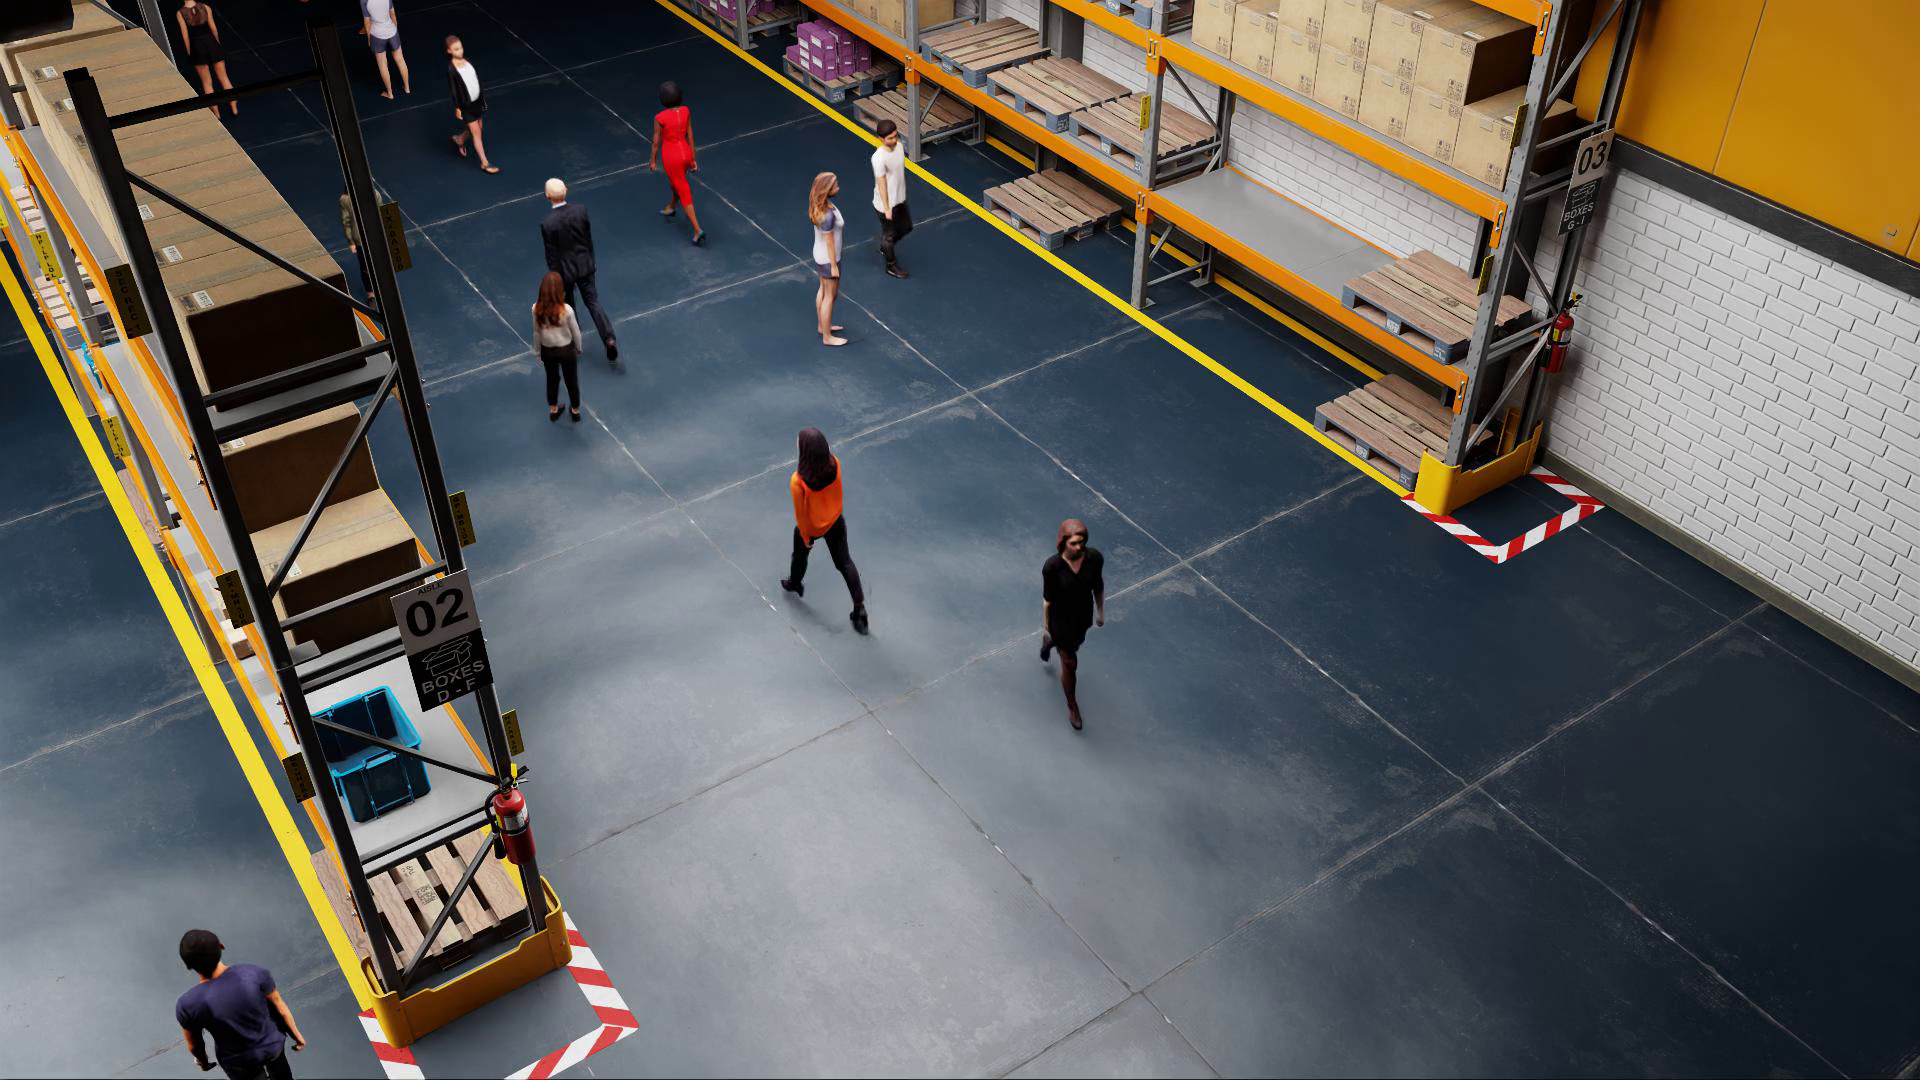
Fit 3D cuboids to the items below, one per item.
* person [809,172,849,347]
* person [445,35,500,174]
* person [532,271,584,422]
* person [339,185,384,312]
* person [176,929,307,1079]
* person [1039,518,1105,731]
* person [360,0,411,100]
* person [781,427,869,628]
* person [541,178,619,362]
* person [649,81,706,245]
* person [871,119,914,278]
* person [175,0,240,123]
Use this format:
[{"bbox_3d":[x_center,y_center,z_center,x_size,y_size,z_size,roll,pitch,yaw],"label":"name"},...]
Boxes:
[{"bbox_3d":[-1.251,-2.648,15.583,0.736,1.729,0.602,-9,39,-11],"label":"person"},{"bbox_3d":[-5.524,-4.890,18.541,1.018,1.540,0.797,20,43,23],"label":"person"},{"bbox_3d":[-3.490,-1.643,14.524,0.650,1.480,0.694,-2,39,-2],"label":"person"},{"bbox_3d":[-5.741,-2.944,16.157,0.591,1.475,0.523,-20,43,-23],"label":"person"},{"bbox_3d":[-3.708,2.753,8.790,0.707,1.765,0.874,-28,46,-31],"label":"person"},{"bbox_3d":[0.752,0.490,11.697,0.780,1.673,1.105,-13,40,-15],"label":"person"},{"bbox_3d":[-6.962,-6.123,20.065,0.574,1.565,0.540,-28,46,-30],"label":"person"},{"bbox_3d":[-0.964,-0.070,12.375,0.720,1.702,1.137,-30,47,-32],"label":"person"},{"bbox_3d":[-3.511,-2.466,15.314,0.668,1.780,1.105,-25,45,-28],"label":"person"},{"bbox_3d":[-2.837,-3.819,17.065,1.108,1.709,0.727,29,47,31],"label":"person"},{"bbox_3d":[-0.752,-3.420,16.571,0.775,1.702,0.742,21,43,24],"label":"person"},{"bbox_3d":[-8.863,-5.741,19.499,0.584,1.674,0.568,-27,46,-29],"label":"person"}]
